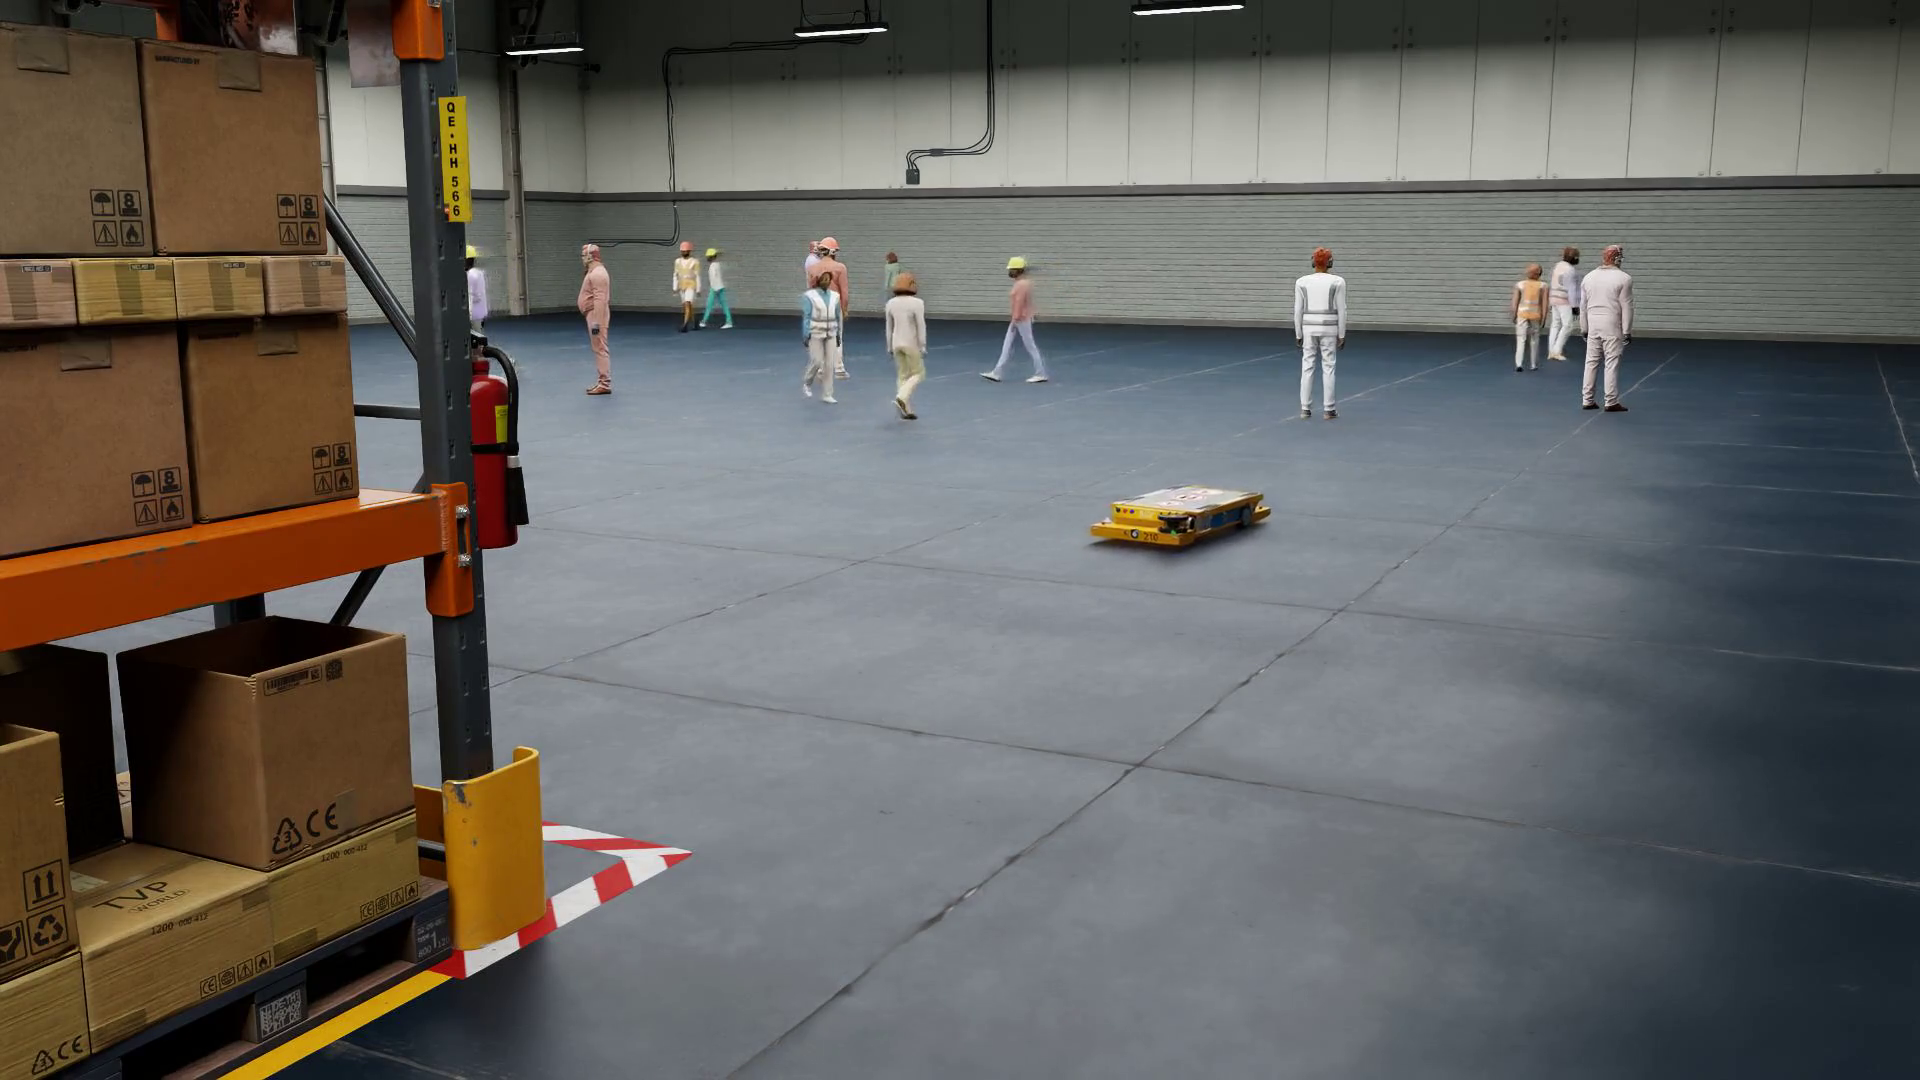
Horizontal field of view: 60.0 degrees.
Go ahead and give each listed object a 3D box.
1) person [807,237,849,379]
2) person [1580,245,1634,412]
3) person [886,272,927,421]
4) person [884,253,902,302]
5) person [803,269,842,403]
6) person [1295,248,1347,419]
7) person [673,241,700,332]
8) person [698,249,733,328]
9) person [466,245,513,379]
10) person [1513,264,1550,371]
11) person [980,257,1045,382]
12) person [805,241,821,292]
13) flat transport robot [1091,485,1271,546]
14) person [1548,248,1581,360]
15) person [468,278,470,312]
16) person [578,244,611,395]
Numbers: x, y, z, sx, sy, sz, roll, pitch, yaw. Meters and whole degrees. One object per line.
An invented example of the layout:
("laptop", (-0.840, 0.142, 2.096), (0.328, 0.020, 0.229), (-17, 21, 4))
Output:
("person", (-1.854, -3.278, 23.561), (0.610, 1.989, 0.391), (4, 11, 19))
("person", (7.481, -2.437, 19.198), (0.407, 1.906, 0.655), (-7, 12, -33))
("person", (-0.597, -2.093, 18.075), (0.514, 1.621, 0.435), (7, 13, 35))
("person", (-1.569, -6.023, 39.576), (0.322, 1.623, 0.564), (8, 13, 36))
("person", (-1.683, -2.470, 20.137), (0.532, 1.621, 0.473), (-7, 13, -34))
("person", (3.986, -2.278, 18.396), (0.576, 1.882, 0.351), (5, 11, 24))
("person", (-5.718, -5.330, 35.019), (0.543, 1.903, 0.949), (4, 11, 21))
("person", (-5.365, -5.439, 36.073), (0.884, 1.717, 0.570), (1, 10, 7))
("person", (-6.663, -3.134, 23.047), (0.817, 1.899, 0.589), (-1, 10, -5))
("person", (8.510, -3.319, 24.844), (0.519, 1.602, 0.842), (5, 12, 26))
("person", (0.767, -3.016, 22.853), (0.898, 1.711, 0.545), (-2, 11, -9))
("person", (-2.775, -4.815, 32.159), (0.410, 1.912, 0.643), (-2, 11, -13))
("flat transport robot", (1.539, -0.188, 11.398), (0.652, 0.197, 1.431), (7, 12, 34))
("person", (9.845, -3.830, 27.082), (0.433, 1.816, 0.682), (0, 10, -1))
("person", (-6.164, -2.584, 20.065), (0.572, 1.883, 0.354), (5, 11, 24))
("person", (-4.664, -2.810, 21.241), (0.400, 1.905, 0.644), (-2, 11, -10))
